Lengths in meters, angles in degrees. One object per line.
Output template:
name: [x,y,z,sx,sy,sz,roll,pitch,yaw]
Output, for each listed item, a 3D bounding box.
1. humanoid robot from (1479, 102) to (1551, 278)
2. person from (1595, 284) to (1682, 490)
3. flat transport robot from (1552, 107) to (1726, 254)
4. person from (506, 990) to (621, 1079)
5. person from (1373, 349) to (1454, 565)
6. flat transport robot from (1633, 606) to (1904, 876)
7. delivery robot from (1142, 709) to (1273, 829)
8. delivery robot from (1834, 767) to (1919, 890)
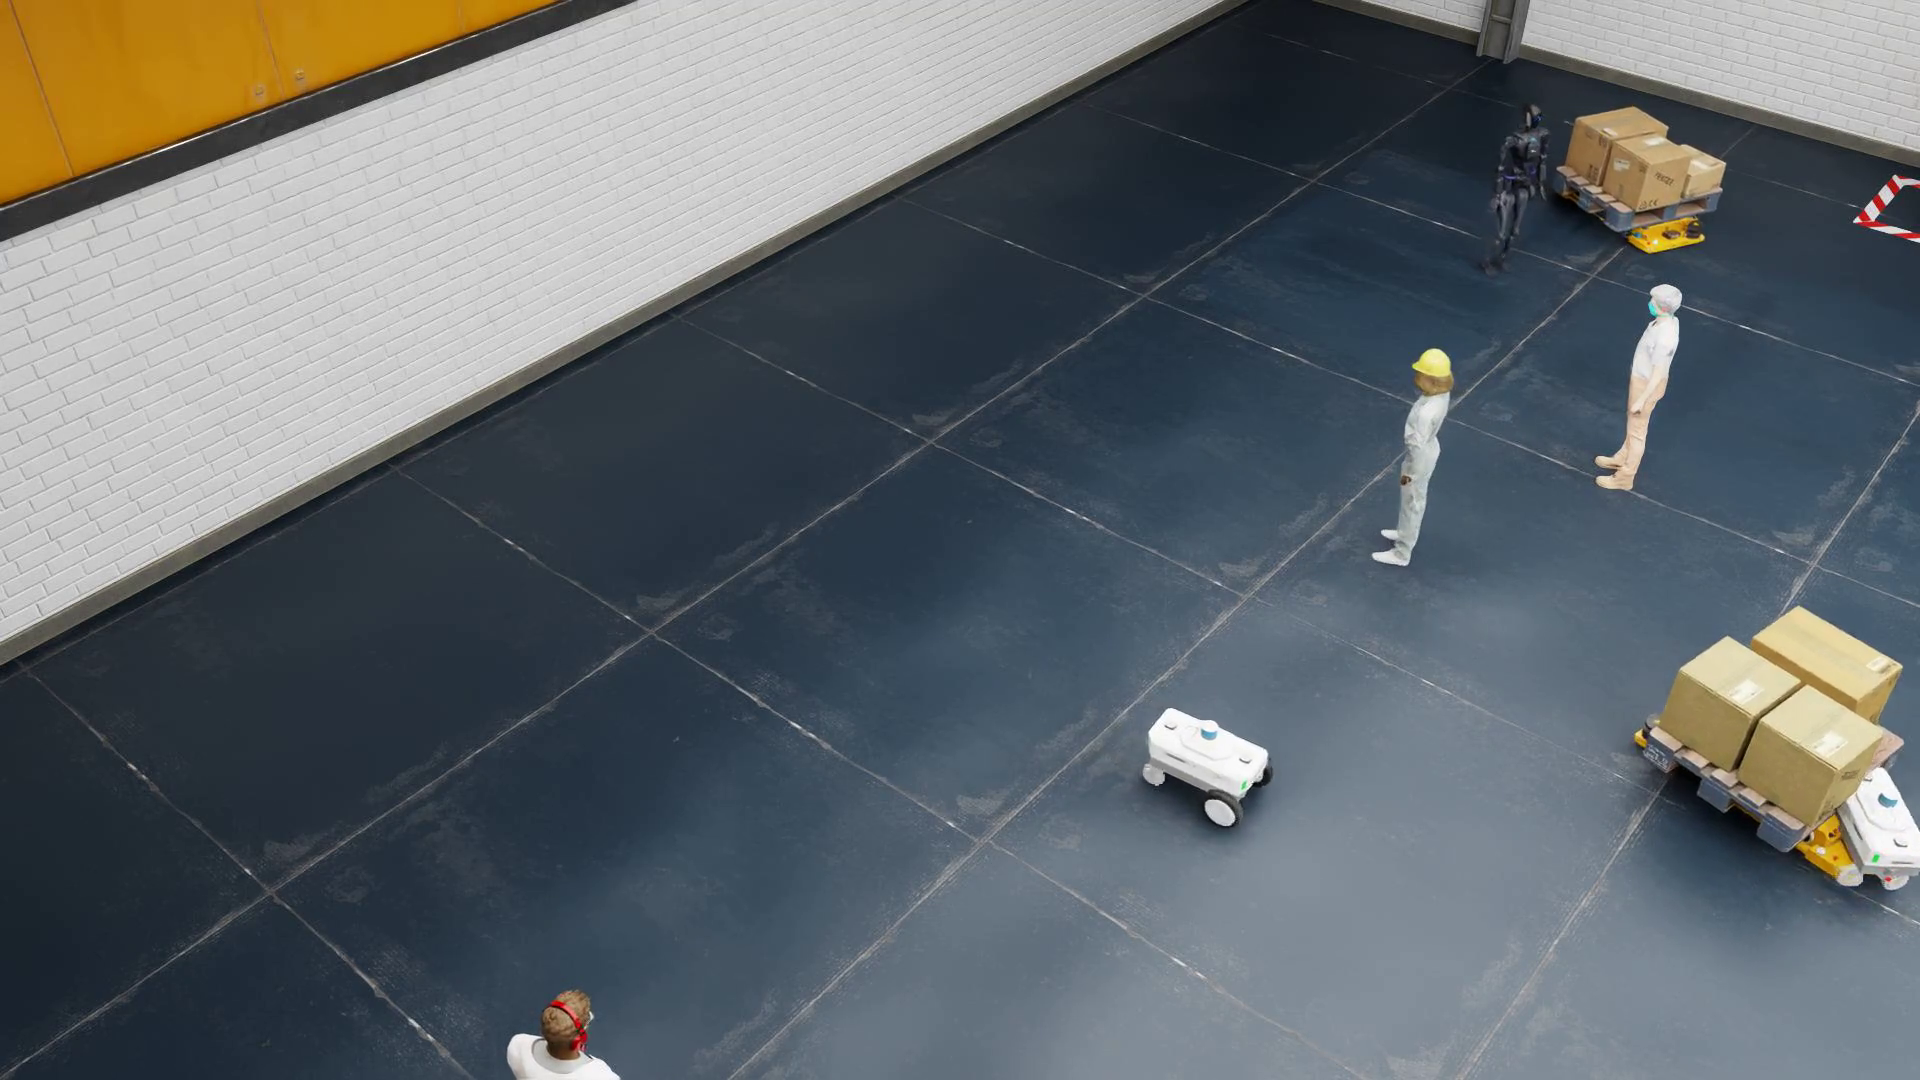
humanoid robot: [5.084,-3.182,15.114,0.590,1.657,0.373,-15,41,-18]
person: [5.154,-1.156,12.550,0.320,1.738,0.482,12,40,14]
flat transport robot: [6.570,-3.258,16.330,0.659,0.231,1.431,-14,41,-17]
person: [-1.742,2.734,7.648,0.571,1.833,0.399,15,41,18]
person: [3.248,-0.594,11.850,0.300,1.742,0.487,16,42,19]
flat transport robot: [5.052,1.478,10.451,0.659,0.231,1.431,-25,45,-28]
delivery robot: [1.550,1.385,10.353,0.805,0.612,0.499,23,44,26]
delivery robot: [5.453,1.696,9.940,0.505,0.578,0.749,1,39,2]
